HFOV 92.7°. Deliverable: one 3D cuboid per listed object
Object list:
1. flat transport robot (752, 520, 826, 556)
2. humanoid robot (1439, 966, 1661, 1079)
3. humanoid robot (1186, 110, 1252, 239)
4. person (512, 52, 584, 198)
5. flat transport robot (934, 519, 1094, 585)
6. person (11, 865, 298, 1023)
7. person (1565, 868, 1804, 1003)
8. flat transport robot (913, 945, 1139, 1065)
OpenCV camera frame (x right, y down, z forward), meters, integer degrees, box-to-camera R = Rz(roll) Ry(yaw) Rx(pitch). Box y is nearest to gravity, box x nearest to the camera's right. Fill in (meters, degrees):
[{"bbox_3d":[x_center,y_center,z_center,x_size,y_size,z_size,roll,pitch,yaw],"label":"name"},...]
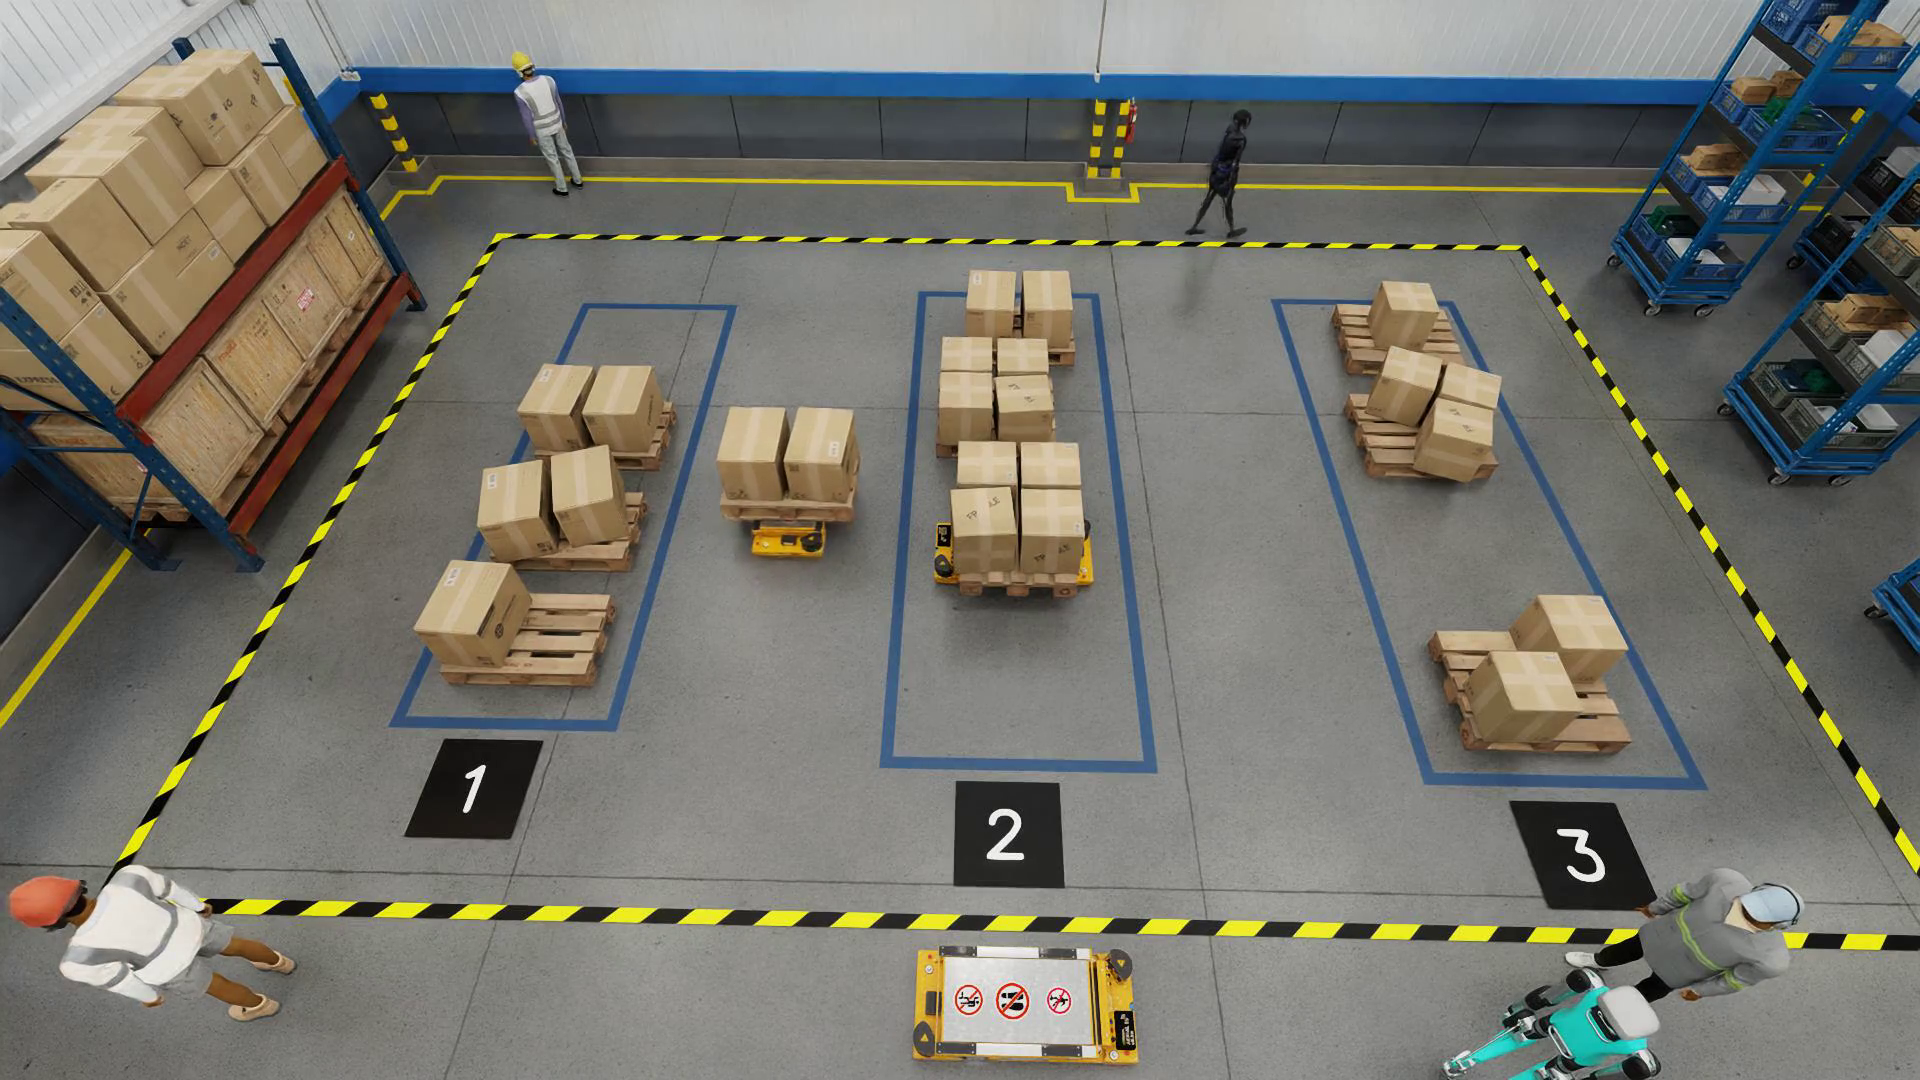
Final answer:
[{"bbox_3d":[-1.578,-0.462,8.844,0.652,0.197,1.431,1,51,1],"label":"flat transport robot"},{"bbox_3d":[3.106,2.885,5.097,0.735,1.681,0.533,-12,52,-10],"label":"humanoid robot"},{"bbox_3d":[3.295,-4.487,11.255,0.735,1.628,0.612,-6,51,-5],"label":"humanoid robot"},{"bbox_3d":[-5.340,-5.337,11.833,0.403,1.824,0.585,29,57,22],"label":"person"},{"bbox_3d":[0.490,0.087,8.397,1.431,0.197,0.652,1,51,1],"label":"flat transport robot"},{"bbox_3d":[-4.668,2.399,5.388,0.378,2.041,0.603,1,51,1],"label":"person"},{"bbox_3d":[4.320,2.432,5.482,0.374,1.852,0.589,-4,51,-3],"label":"person"},{"bbox_3d":[0.422,3.041,6.007,1.431,0.231,0.659,1,51,1],"label":"flat transport robot"}]
